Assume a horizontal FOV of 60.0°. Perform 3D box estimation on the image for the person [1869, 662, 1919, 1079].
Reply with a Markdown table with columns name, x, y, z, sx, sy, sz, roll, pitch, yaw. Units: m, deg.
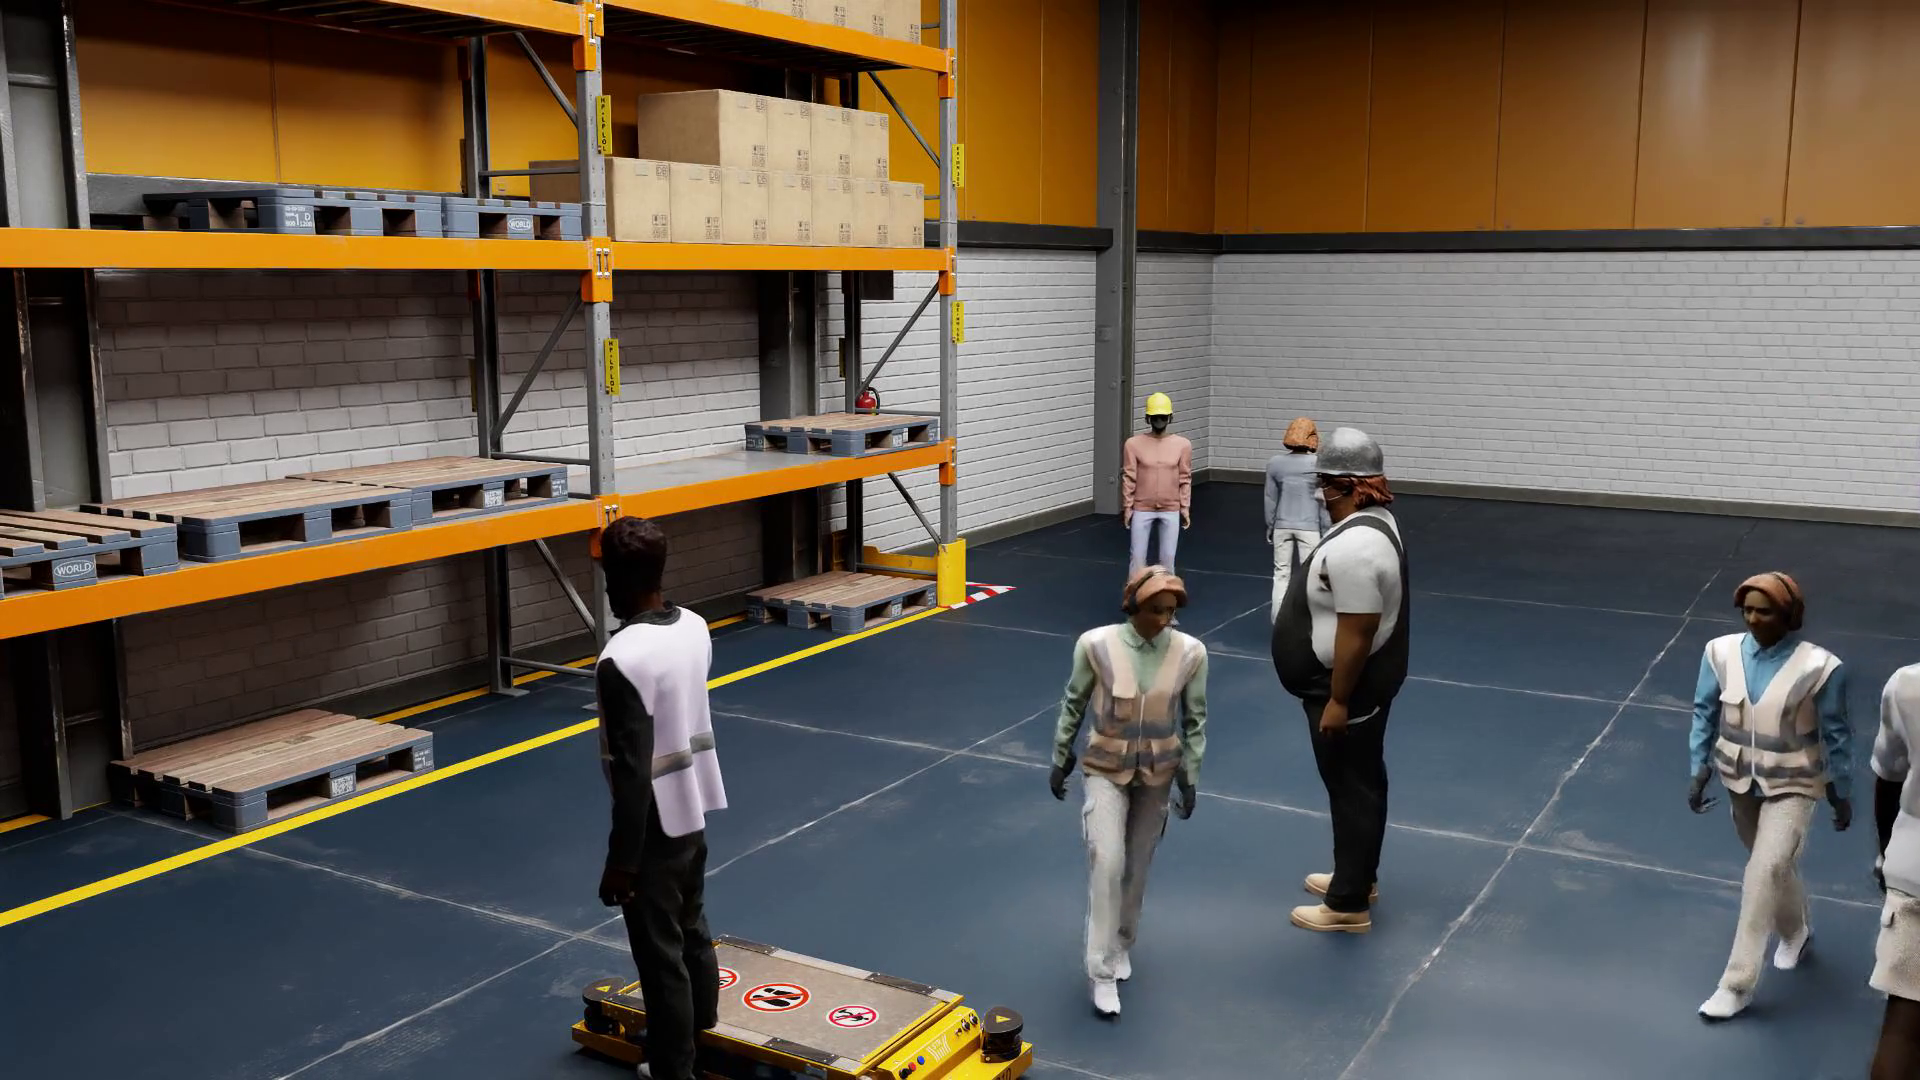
| name | x | y | z | sx | sy | sz | roll | pitch | yaw |
| --- | --- | --- | --- | --- | --- | --- | --- | --- | --- |
| person | 2.817 | 0.971 | 4.647 | 1.046 | 1.906 | 0.626 | -8 | 12 | -43 |

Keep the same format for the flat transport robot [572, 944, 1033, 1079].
| name | x | y | z | sx | sy | sz | roll | pitch | yaw |
| --- | --- | --- | --- | --- | --- | --- | --- | --- | --- |
| flat transport robot | -0.539 | 1.630 | 5.552 | 1.431 | 0.197 | 0.652 | 5 | 11 | 30 |

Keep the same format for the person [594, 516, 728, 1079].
| name | x | y | z | sx | sy | sz | roll | pitch | yaw |
| --- | --- | --- | --- | --- | --- | --- | --- | --- | --- |
| person | -0.927 | 0.877 | 5.135 | 0.389 | 1.916 | 0.590 | 2 | 9 | 13 |

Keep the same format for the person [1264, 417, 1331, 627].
| name | x | y | z | sx | sy | sz | roll | pitch | yaw |
| --- | --- | --- | --- | --- | --- | --- | --- | --- | --- |
| person | 2.406 | -0.058 | 11.850 | 0.502 | 1.633 | 0.279 | 6 | 11 | 31 |

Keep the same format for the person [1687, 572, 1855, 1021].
| name | x | y | z | sx | sy | sz | roll | pitch | yaw |
| --- | --- | --- | --- | --- | --- | --- | --- | --- | --- |
| person | 2.983 | 0.893 | 6.094 | 0.907 | 1.594 | 0.532 | -7 | 11 | -36 |

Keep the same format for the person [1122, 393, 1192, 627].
| name | x | y | z | sx | sy | sz | roll | pitch | yaw |
| --- | --- | --- | --- | --- | --- | --- | --- | --- | --- |
| person | 1.475 | -0.219 | 12.444 | 0.526 | 1.769 | 0.329 | 0 | 9 | -2 |

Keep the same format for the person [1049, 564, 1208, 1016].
| name | x | y | z | sx | sy | sz | roll | pitch | yaw |
| --- | --- | --- | --- | --- | --- | --- | --- | --- | --- |
| person | 0.624 | 0.889 | 6.024 | 0.567 | 1.601 | 0.728 | -1 | 9 | -6 |

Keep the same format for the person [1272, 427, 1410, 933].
| name | x | y | z | sx | sy | sz | roll | pitch | yaw |
| --- | --- | --- | --- | --- | --- | --- | --- | --- | --- |
| person | 1.534 | 0.555 | 6.754 | 0.536 | 2.000 | 0.684 | 4 | 10 | 23 |
